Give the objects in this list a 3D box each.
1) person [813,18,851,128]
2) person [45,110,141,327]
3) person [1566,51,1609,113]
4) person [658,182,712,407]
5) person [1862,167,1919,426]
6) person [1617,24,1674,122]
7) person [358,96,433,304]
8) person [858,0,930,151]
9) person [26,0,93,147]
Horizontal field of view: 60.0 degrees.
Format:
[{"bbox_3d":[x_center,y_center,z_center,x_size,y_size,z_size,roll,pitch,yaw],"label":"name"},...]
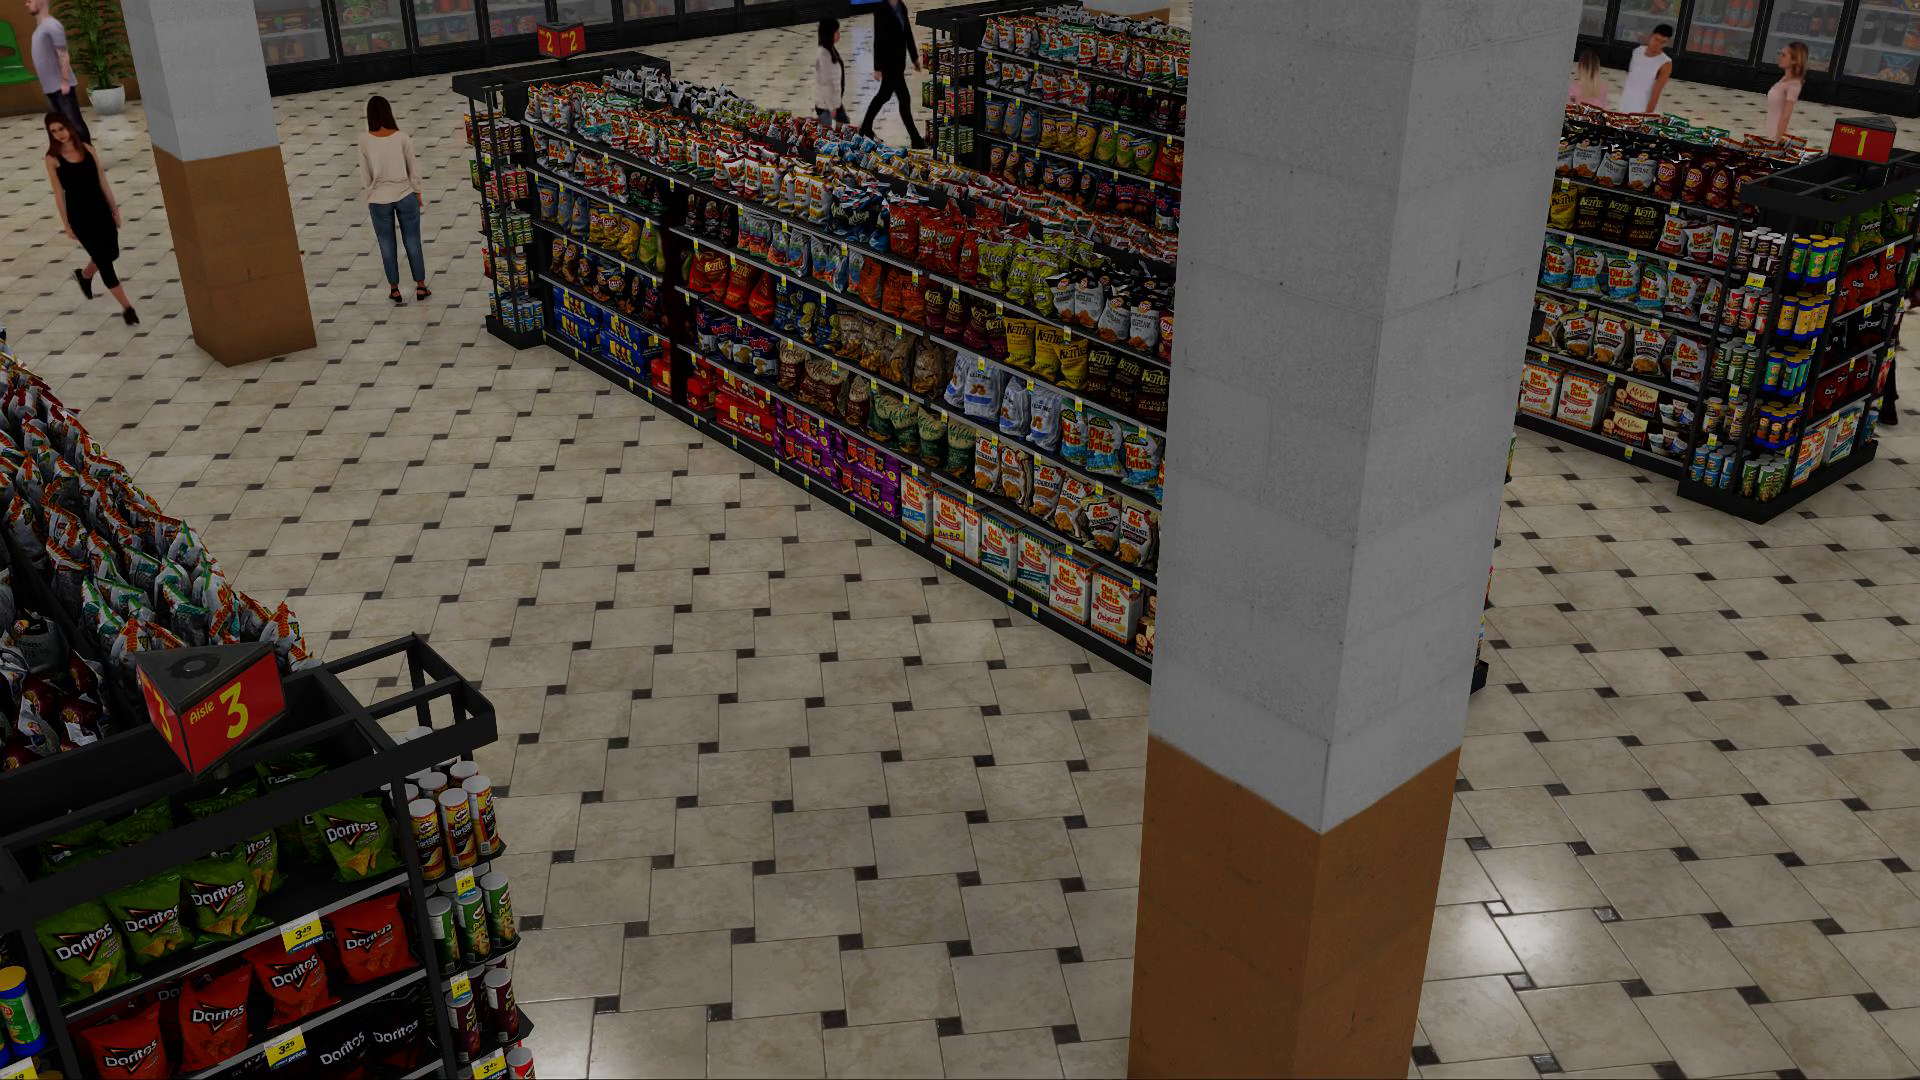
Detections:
[{"bbox_3d":[-1.425,-4.509,17.039,0.818,1.622,0.753,2,27,3],"label":"person"},{"bbox_3d":[-6.866,-2.524,13.051,1.094,1.688,0.736,19,32,32],"label":"person"},{"bbox_3d":[5.655,-3.563,15.112,0.732,1.678,0.756,-7,28,-13],"label":"person"},{"bbox_3d":[-1.837,-1.693,11.336,0.752,1.758,0.757,13,30,24],"label":"person"},{"bbox_3d":[6.306,-1.633,11.192,0.934,1.780,1.206,-9,28,-17],"label":"person"},{"bbox_3d":[6.617,-4.160,16.230,0.853,1.730,0.653,-6,27,-11],"label":"person"},{"bbox_3d":[-4.619,-2.773,13.549,0.698,1.682,0.685,-6,28,-12],"label":"person"},{"bbox_3d":[-0.809,-5.195,18.148,1.336,1.843,1.077,11,29,21],"label":"person"},{"bbox_3d":[-9.418,-4.800,17.374,0.733,1.837,0.519,-23,35,-37],"label":"person"}]
